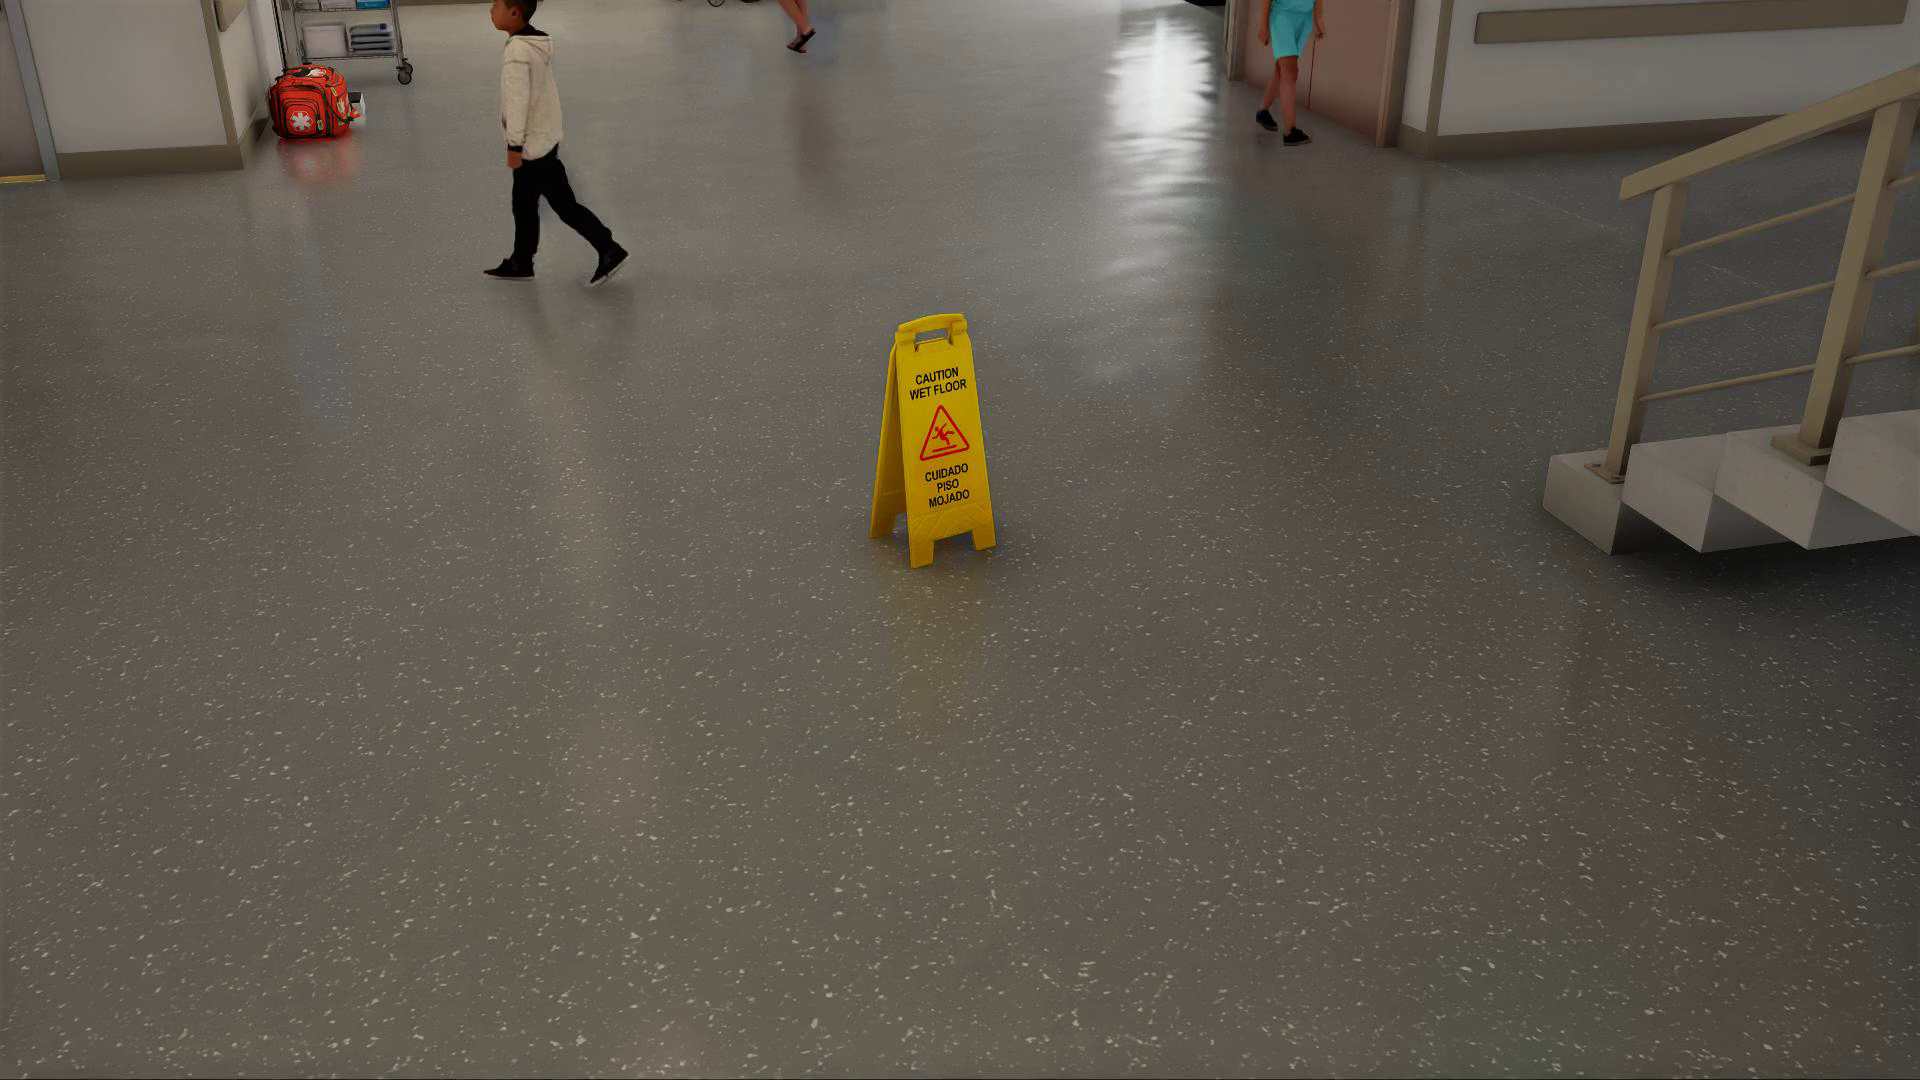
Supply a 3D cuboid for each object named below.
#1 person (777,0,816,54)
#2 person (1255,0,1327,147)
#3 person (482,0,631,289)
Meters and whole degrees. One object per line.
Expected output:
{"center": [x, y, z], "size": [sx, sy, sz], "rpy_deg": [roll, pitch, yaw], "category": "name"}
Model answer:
{"center": [-1.331, -4.834, 13.839], "size": [0.721, 1.540, 0.835], "rpy_deg": [-20, 32, -36], "category": "person"}
{"center": [2.118, -3.364, 10.820], "size": [0.641, 1.515, 1.081], "rpy_deg": [-9, 27, -18], "category": "person"}
{"center": [-1.929, -1.893, 7.855], "size": [0.752, 1.440, 0.930], "rpy_deg": [-4, 26, -7], "category": "person"}
